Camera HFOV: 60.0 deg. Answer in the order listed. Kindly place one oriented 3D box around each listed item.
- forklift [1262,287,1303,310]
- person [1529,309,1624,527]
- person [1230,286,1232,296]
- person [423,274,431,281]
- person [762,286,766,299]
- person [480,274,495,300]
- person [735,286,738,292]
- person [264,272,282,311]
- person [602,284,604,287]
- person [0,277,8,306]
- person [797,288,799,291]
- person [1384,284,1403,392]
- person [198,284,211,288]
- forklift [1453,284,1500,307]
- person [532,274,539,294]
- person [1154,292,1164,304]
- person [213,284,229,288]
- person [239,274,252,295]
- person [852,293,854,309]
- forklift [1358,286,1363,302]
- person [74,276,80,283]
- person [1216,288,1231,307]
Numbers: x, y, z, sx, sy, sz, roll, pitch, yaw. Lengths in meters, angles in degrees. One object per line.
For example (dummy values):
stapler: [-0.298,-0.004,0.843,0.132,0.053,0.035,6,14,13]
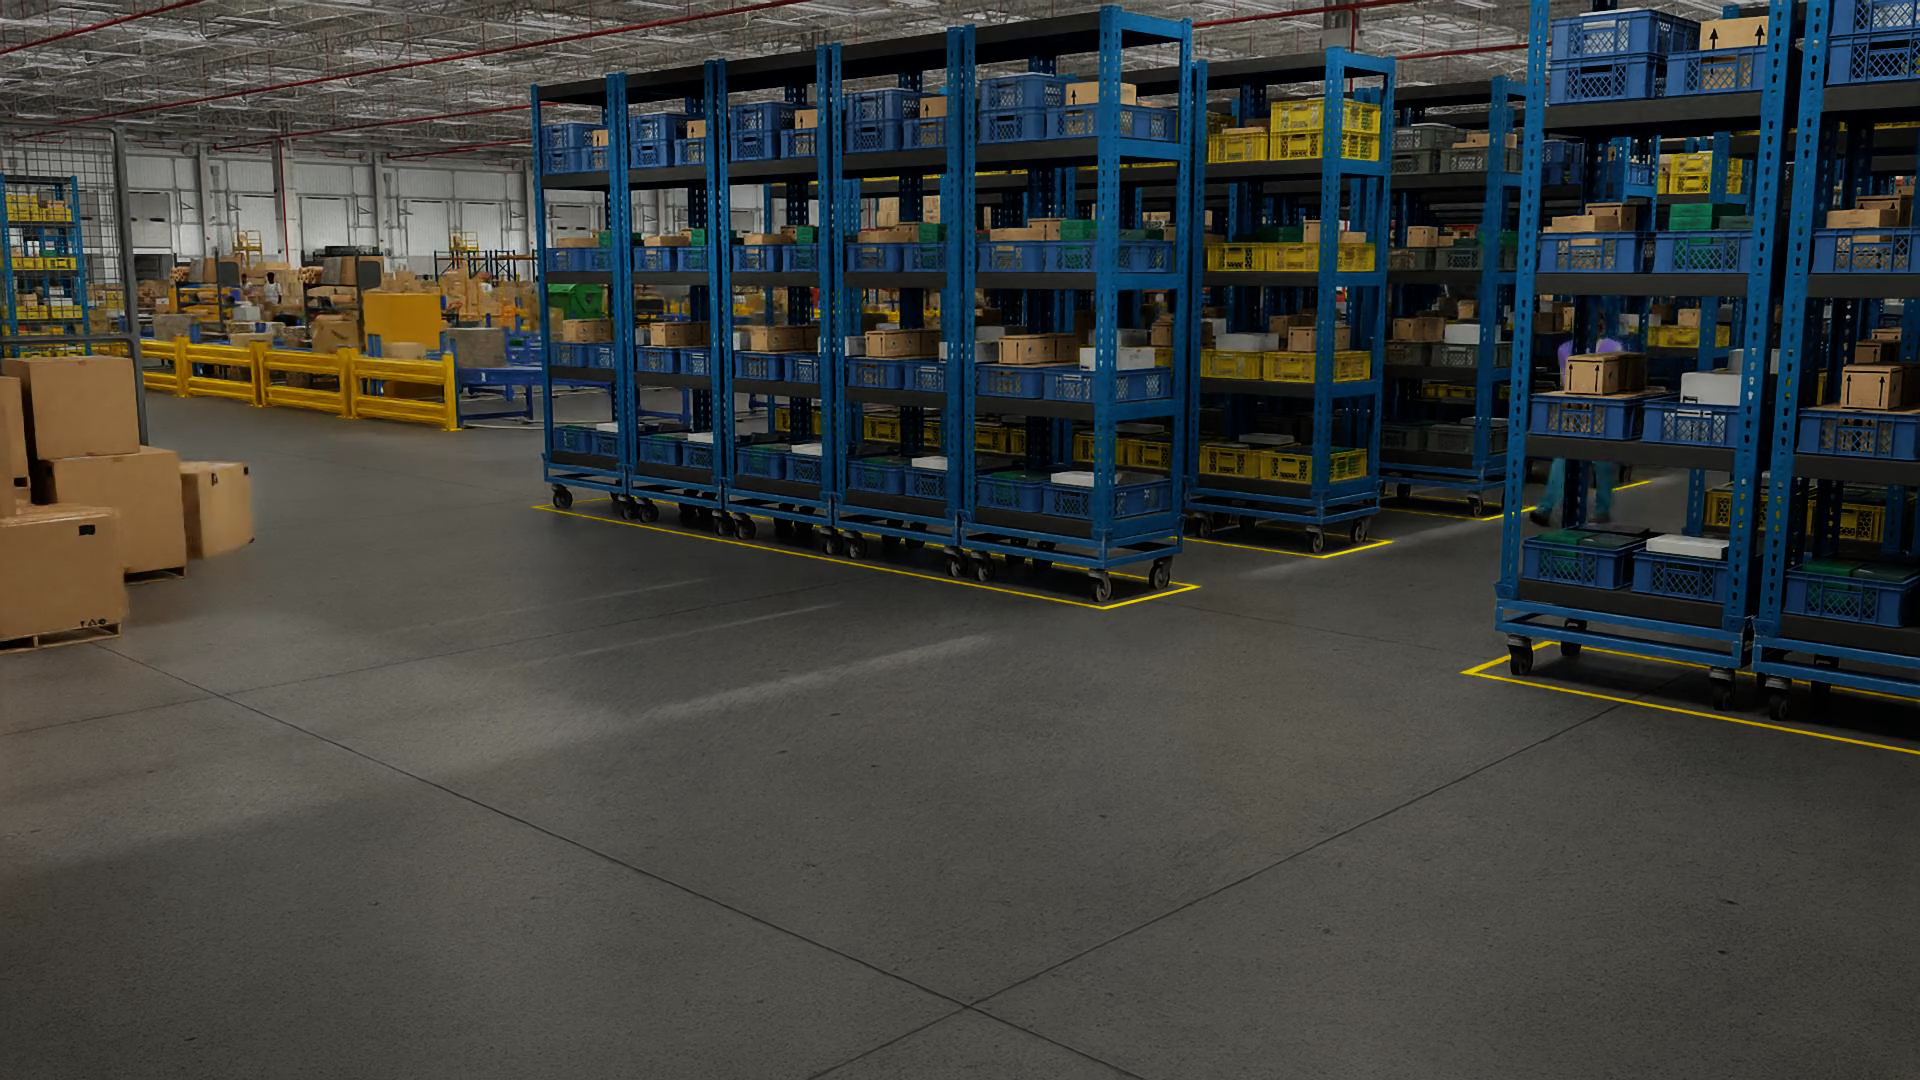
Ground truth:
forklift: [10.769,-8.203,54.240,1.129,2.768,1.873,8,12,42]
person: [4.967,-0.974,13.295,0.969,1.779,0.554,-9,13,-43]
person: [8.735,-7.458,52.630,0.548,1.920,0.456,2,9,10]
person: [-25.881,-12.019,80.936,0.434,1.813,0.691,-7,12,-38]
person: [-5.703,-6.758,49.191,0.284,1.633,0.498,-5,10,-26]
person: [-16.723,-8.499,59.087,0.563,1.879,1.008,7,12,36]
person: [-12.034,-13.181,87.837,0.624,1.867,0.951,0,9,1]
person: [-22.092,-7.618,53.443,0.602,1.967,0.368,2,9,12]
person: [-16.709,-11.376,76.260,0.688,2.000,0.539,-6,11,-31]
person: [-33.626,-8.360,58.472,0.551,1.806,0.961,-7,12,-37]
person: [-7.040,-10.874,74.429,0.543,1.618,0.471,-2,10,-14]
person: [6.955,-3.154,26.189,0.810,1.925,0.619,3,10,20]
person: [-37.003,-12.153,81.560,0.739,1.877,0.382,1,9,6]
forklift: [14.295,-7.007,46.908,1.873,2.768,1.129,9,13,43]
person: [-16.482,-9.462,65.093,0.530,1.852,0.412,-3,10,-15]
person: [5.934,-6.842,49.541,0.388,1.674,0.599,3,10,16]
person: [-26.516,-8.628,59.761,0.543,1.928,0.373,-3,10,-16]
person: [-25.612,-8.552,59.425,0.624,1.876,0.938,5,11,28]
person: [-4.518,-9.845,67.945,0.560,1.684,0.391,-7,12,-37]
forklift: [11.100,-7.017,46.970,1.873,2.768,1.129,9,13,43]
person: [-45.098,-12.827,85.302,0.388,1.992,0.622,4,10,24]
person: [5.992,-5.012,38.142,0.532,1.745,0.652,6,11,33]
